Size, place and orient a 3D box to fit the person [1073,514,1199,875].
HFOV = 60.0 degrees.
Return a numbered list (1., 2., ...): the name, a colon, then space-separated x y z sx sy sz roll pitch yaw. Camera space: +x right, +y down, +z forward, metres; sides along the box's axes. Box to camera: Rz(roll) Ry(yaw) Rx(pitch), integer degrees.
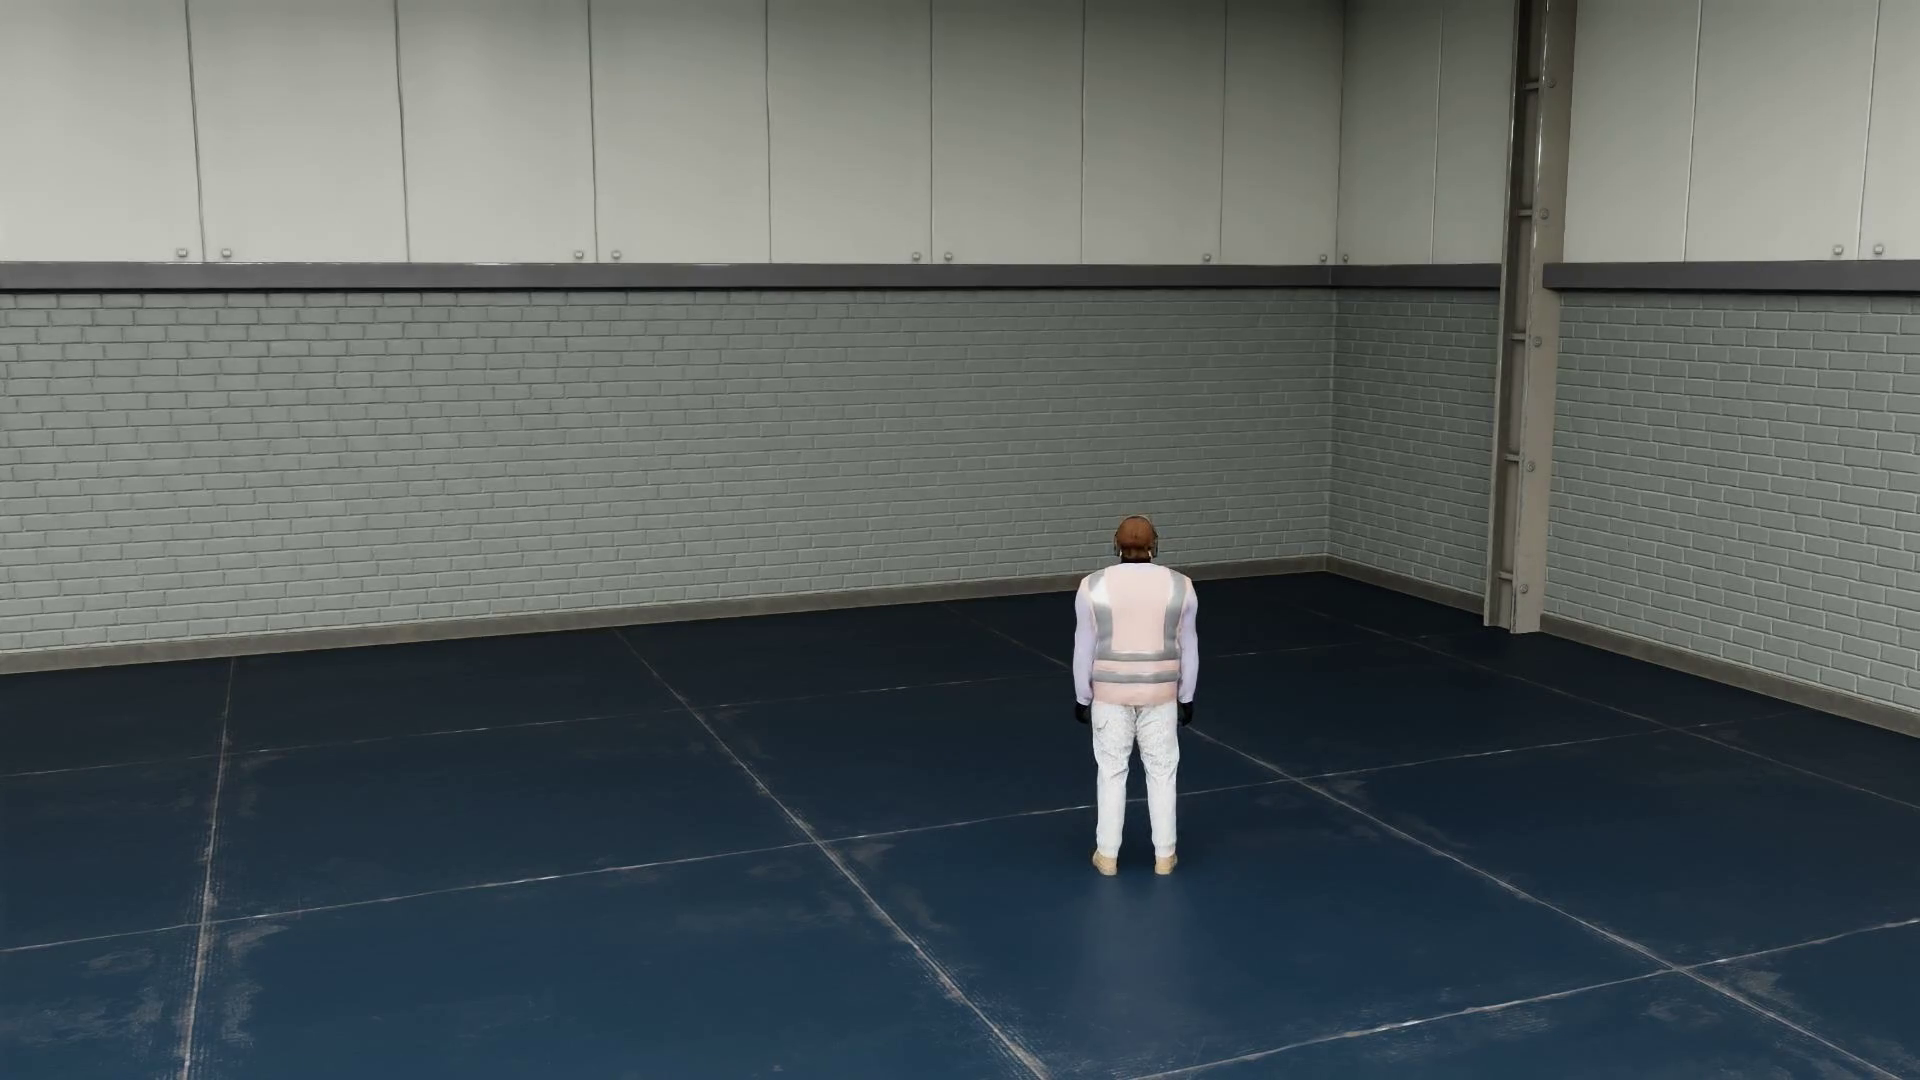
1. person: 0.884 0.784 8.426 0.634 1.839 0.429 0 9 0
